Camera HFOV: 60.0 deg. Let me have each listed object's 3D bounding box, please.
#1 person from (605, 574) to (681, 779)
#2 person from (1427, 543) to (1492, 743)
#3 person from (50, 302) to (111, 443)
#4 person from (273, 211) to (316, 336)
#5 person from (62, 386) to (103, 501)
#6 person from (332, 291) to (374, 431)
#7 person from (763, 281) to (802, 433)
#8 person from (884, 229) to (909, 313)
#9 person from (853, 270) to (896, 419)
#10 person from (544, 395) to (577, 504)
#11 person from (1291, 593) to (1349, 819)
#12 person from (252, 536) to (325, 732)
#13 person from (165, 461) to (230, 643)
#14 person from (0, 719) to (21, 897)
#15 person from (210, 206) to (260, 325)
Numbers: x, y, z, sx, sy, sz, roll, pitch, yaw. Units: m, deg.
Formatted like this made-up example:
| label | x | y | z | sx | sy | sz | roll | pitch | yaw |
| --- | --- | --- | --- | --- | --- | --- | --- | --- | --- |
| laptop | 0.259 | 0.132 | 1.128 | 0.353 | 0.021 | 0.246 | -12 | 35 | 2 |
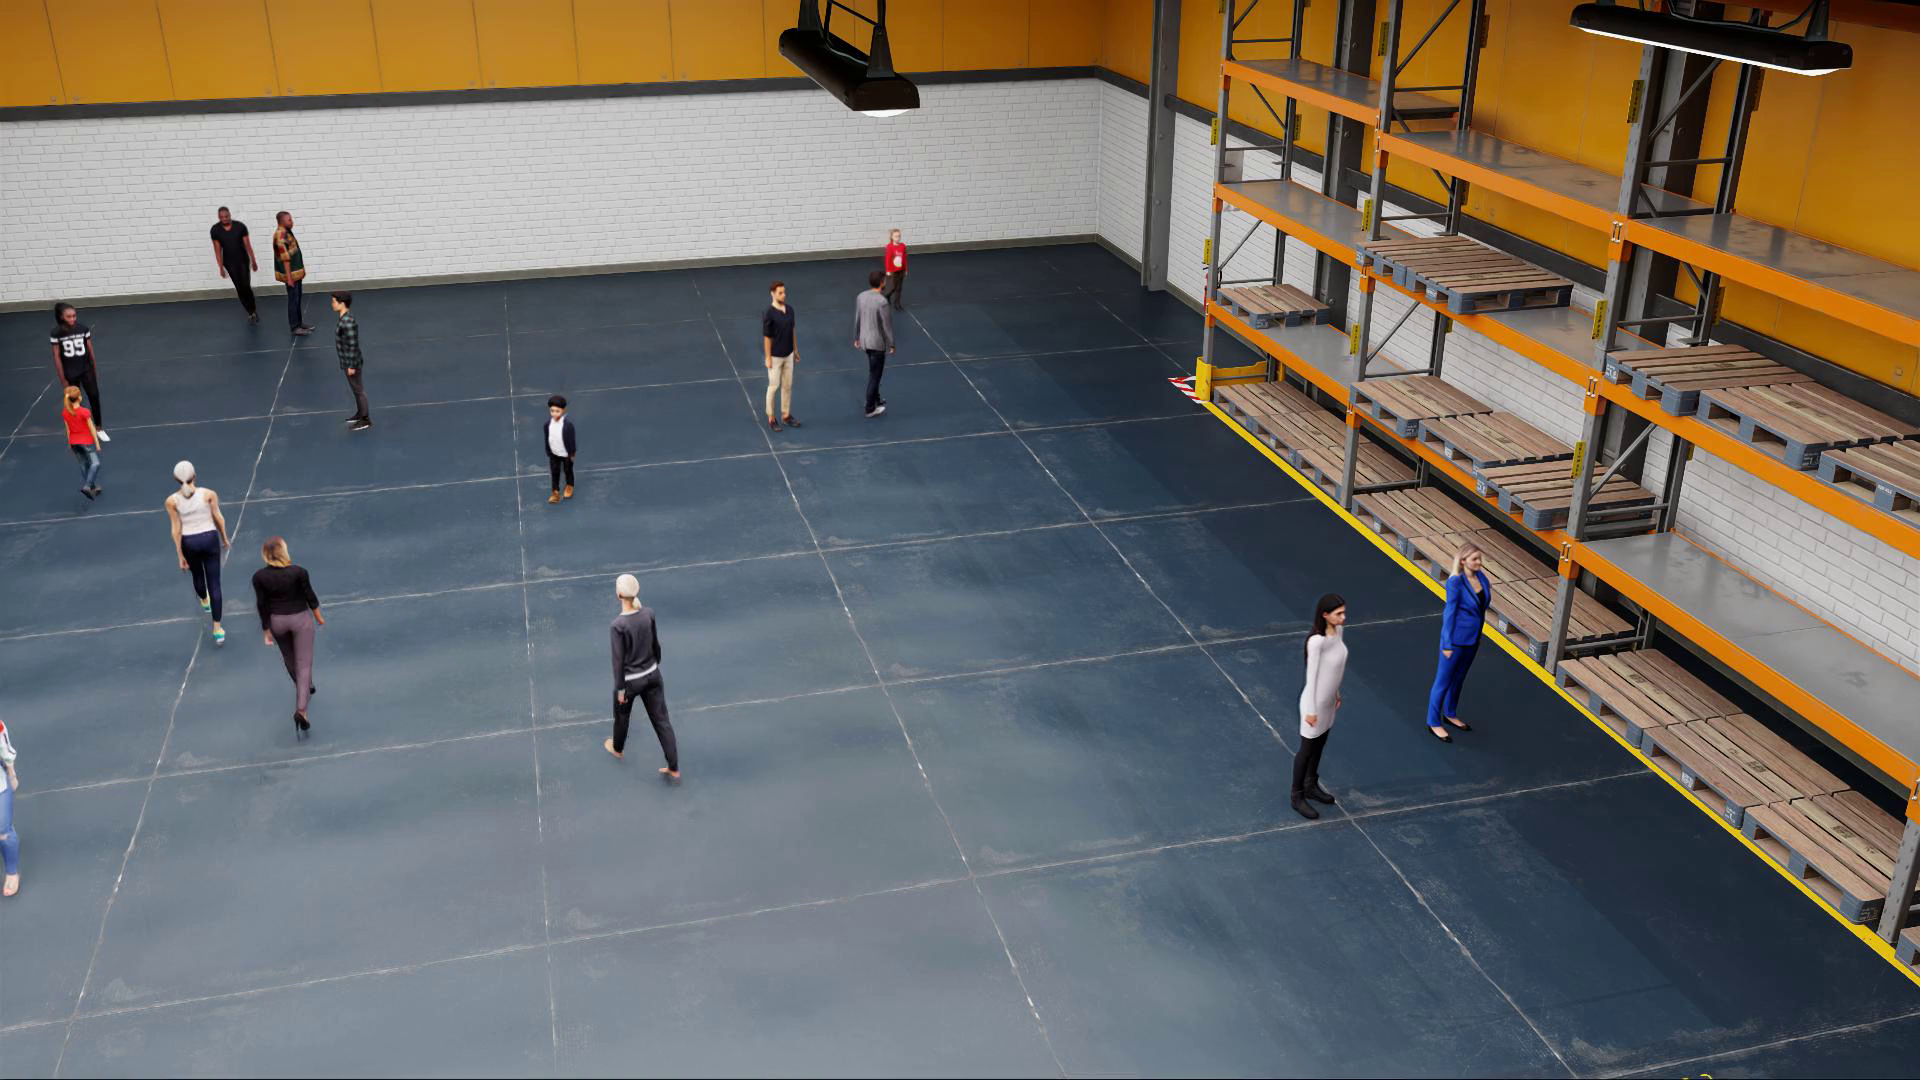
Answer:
| label | x | y | z | sx | sy | sz | roll | pitch | yaw |
| --- | --- | --- | --- | --- | --- | --- | --- | --- | --- |
| person | -2.462 | 1.104 | 12.972 | 0.979 | 1.679 | 1.201 | -20 | 31 | -38 |
| person | 4.077 | 0.811 | 13.615 | 0.696 | 1.700 | 0.685 | -18 | 29 | -35 |
| person | -10.712 | -2.038 | 20.114 | 0.814 | 1.715 | 0.940 | -18 | 29 | -35 |
| person | -9.776 | -3.907 | 24.277 | 0.771 | 1.806 | 0.635 | -3 | 24 | -6 |
| person | -9.712 | -1.043 | 18.356 | 0.594 | 1.300 | 0.774 | 0 | 24 | 0 |
| person | -7.432 | -2.211 | 20.281 | 0.733 | 1.712 | 0.537 | -10 | 25 | -21 |
| person | -2.238 | -2.293 | 20.517 | 0.738 | 1.860 | 0.738 | 21 | 31 | 39 |
| person | -1.007 | -4.149 | 25.495 | 0.580 | 1.273 | 0.653 | -14 | 27 | -29 |
| person | -1.137 | -2.438 | 20.858 | 0.859 | 1.852 | 0.941 | 22 | 32 | 40 |
| person | -4.409 | -1.030 | 18.448 | 0.666 | 1.203 | 0.832 | 2 | 24 | 5 |
| person | 2.716 | 1.219 | 12.548 | 0.707 | 1.807 | 0.683 | 18 | 29 | 35 |
| person | -5.525 | 0.803 | 13.729 | 0.701 | 1.624 | 1.075 | -3 | 24 | -7 |
| person | -6.925 | 0.137 | 15.219 | 0.692 | 1.649 | 1.206 | -9 | 25 | -20 |
| person | -6.888 | 1.681 | 11.761 | 0.586 | 1.591 | 0.983 | -7 | 25 | -16 |
| person | -10.742 | -4.105 | 24.753 | 0.717 | 1.787 | 0.665 | -7 | 24 | -15 |
